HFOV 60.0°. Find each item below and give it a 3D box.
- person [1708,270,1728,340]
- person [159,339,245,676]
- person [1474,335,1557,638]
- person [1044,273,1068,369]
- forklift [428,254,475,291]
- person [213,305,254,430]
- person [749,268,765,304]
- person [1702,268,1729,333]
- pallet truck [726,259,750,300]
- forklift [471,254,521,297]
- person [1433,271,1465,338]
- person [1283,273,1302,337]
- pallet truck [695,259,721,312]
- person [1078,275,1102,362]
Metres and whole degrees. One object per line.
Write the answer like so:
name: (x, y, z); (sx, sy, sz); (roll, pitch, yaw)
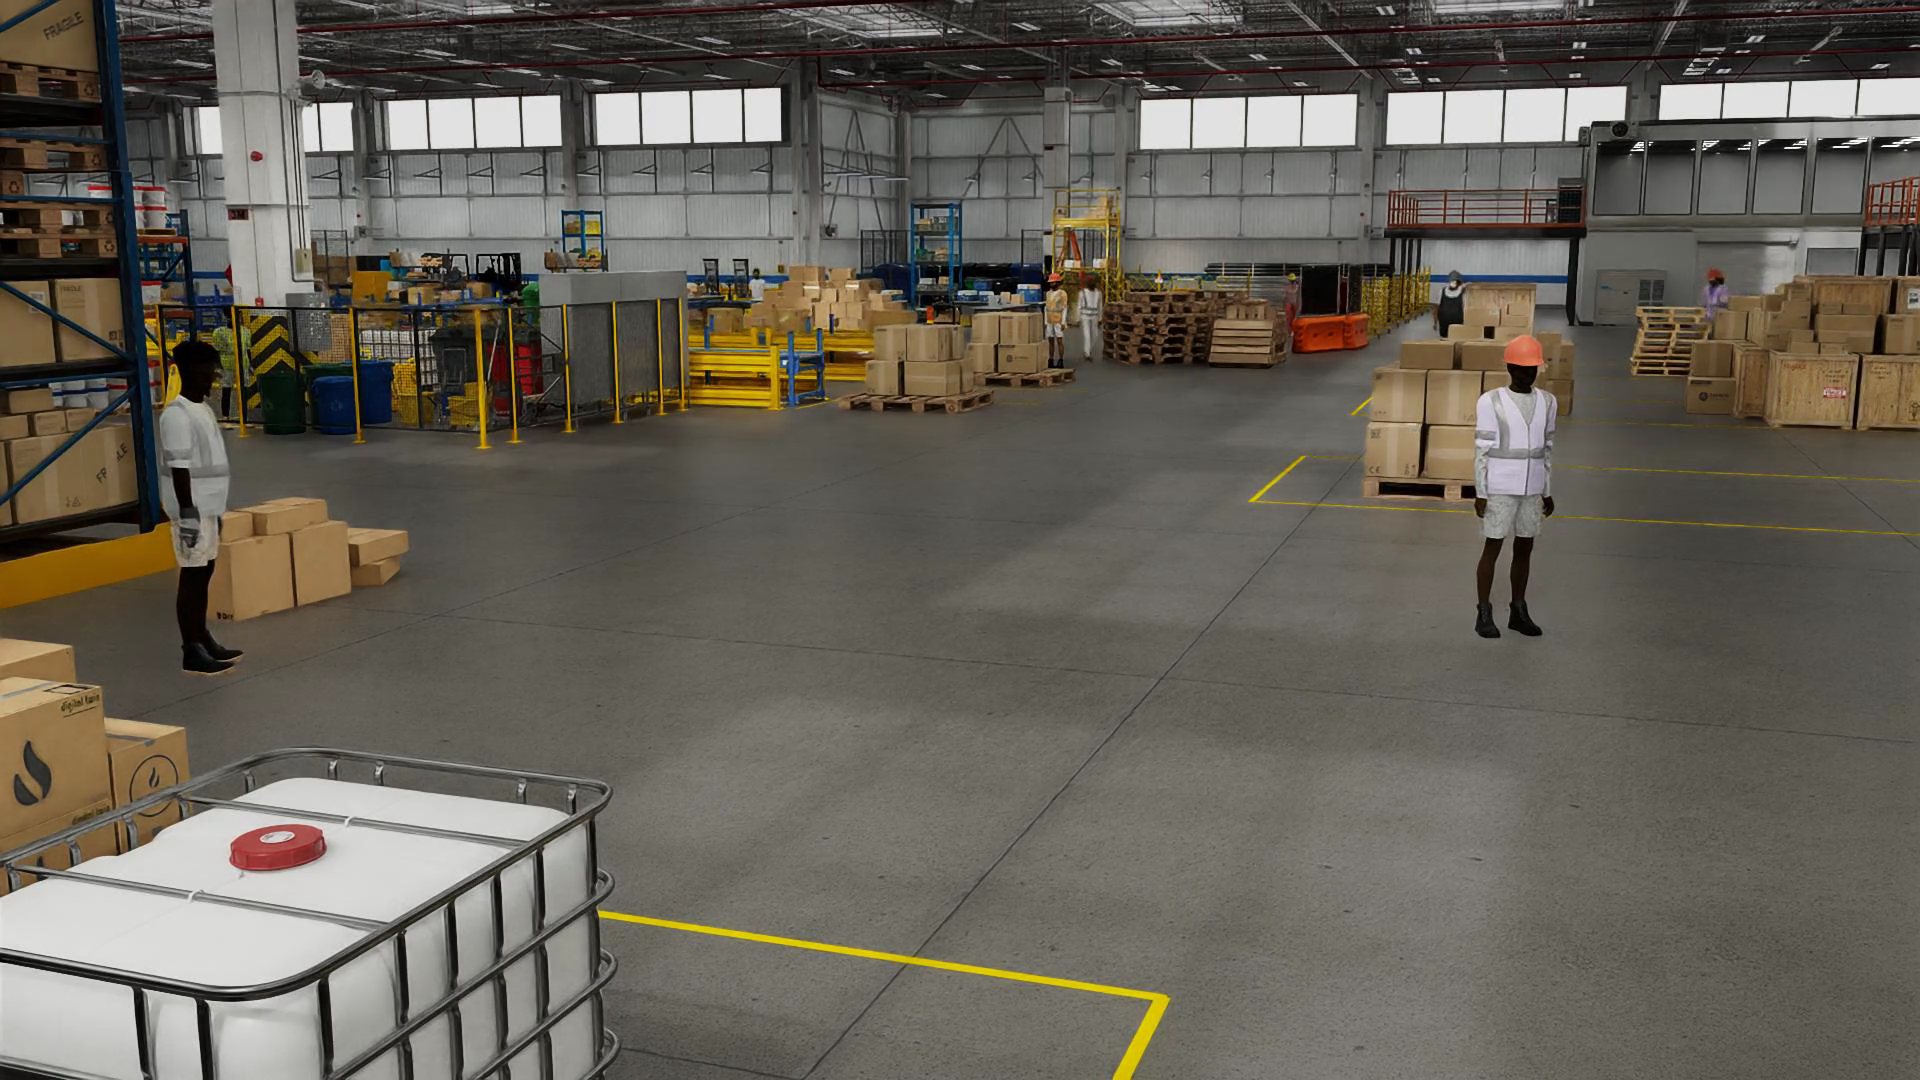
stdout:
person: (18.068, -5.488, 39.708); (0.604, 1.908, 0.455); (-3, 11, -19)
person: (-4.459, -0.193, 9.739); (0.369, 1.963, 0.608); (-2, 10, -11)
person: (3.548, -0.334, 10.609); (0.551, 1.936, 0.357); (-2, 10, -12)
person: (1.911, -4.433, 33.689); (0.552, 1.937, 0.356); (9, 14, 42)
forklift: (-20.133, -10.254, 65.465); (1.157, 1.987, 2.680); (3, 11, 19)
person: (-9.861, -2.341, 22.608); (0.324, 1.689, 0.537); (9, 13, 41)
person: (-5.823, -6.932, 48.030); (0.518, 1.851, 0.701); (3, 10, 15)
person: (16.414, -4.884, 36.068); (0.932, 2.009, 0.604); (-6, 12, -31)
pallet truck: (-7.986, -9.493, 62.019); (0.823, 1.965, 1.885); (3, 11, 17)
forklift: (-17.990, -10.121, 64.684); (1.157, 1.987, 2.680); (3, 11, 17)
person: (9.629, -4.294, 32.621); (0.689, 2.000, 1.032); (6, 12, 29)
person: (9.058, -6.415, 45.346); (0.538, 1.749, 0.533); (1, 10, 5)
pallet truck: (-9.165, -9.627, 62.776); (0.823, 1.965, 1.885); (4, 11, 23)
person: (2.773, -4.746, 35.640); (0.592, 1.869, 0.469); (-3, 11, -19)
